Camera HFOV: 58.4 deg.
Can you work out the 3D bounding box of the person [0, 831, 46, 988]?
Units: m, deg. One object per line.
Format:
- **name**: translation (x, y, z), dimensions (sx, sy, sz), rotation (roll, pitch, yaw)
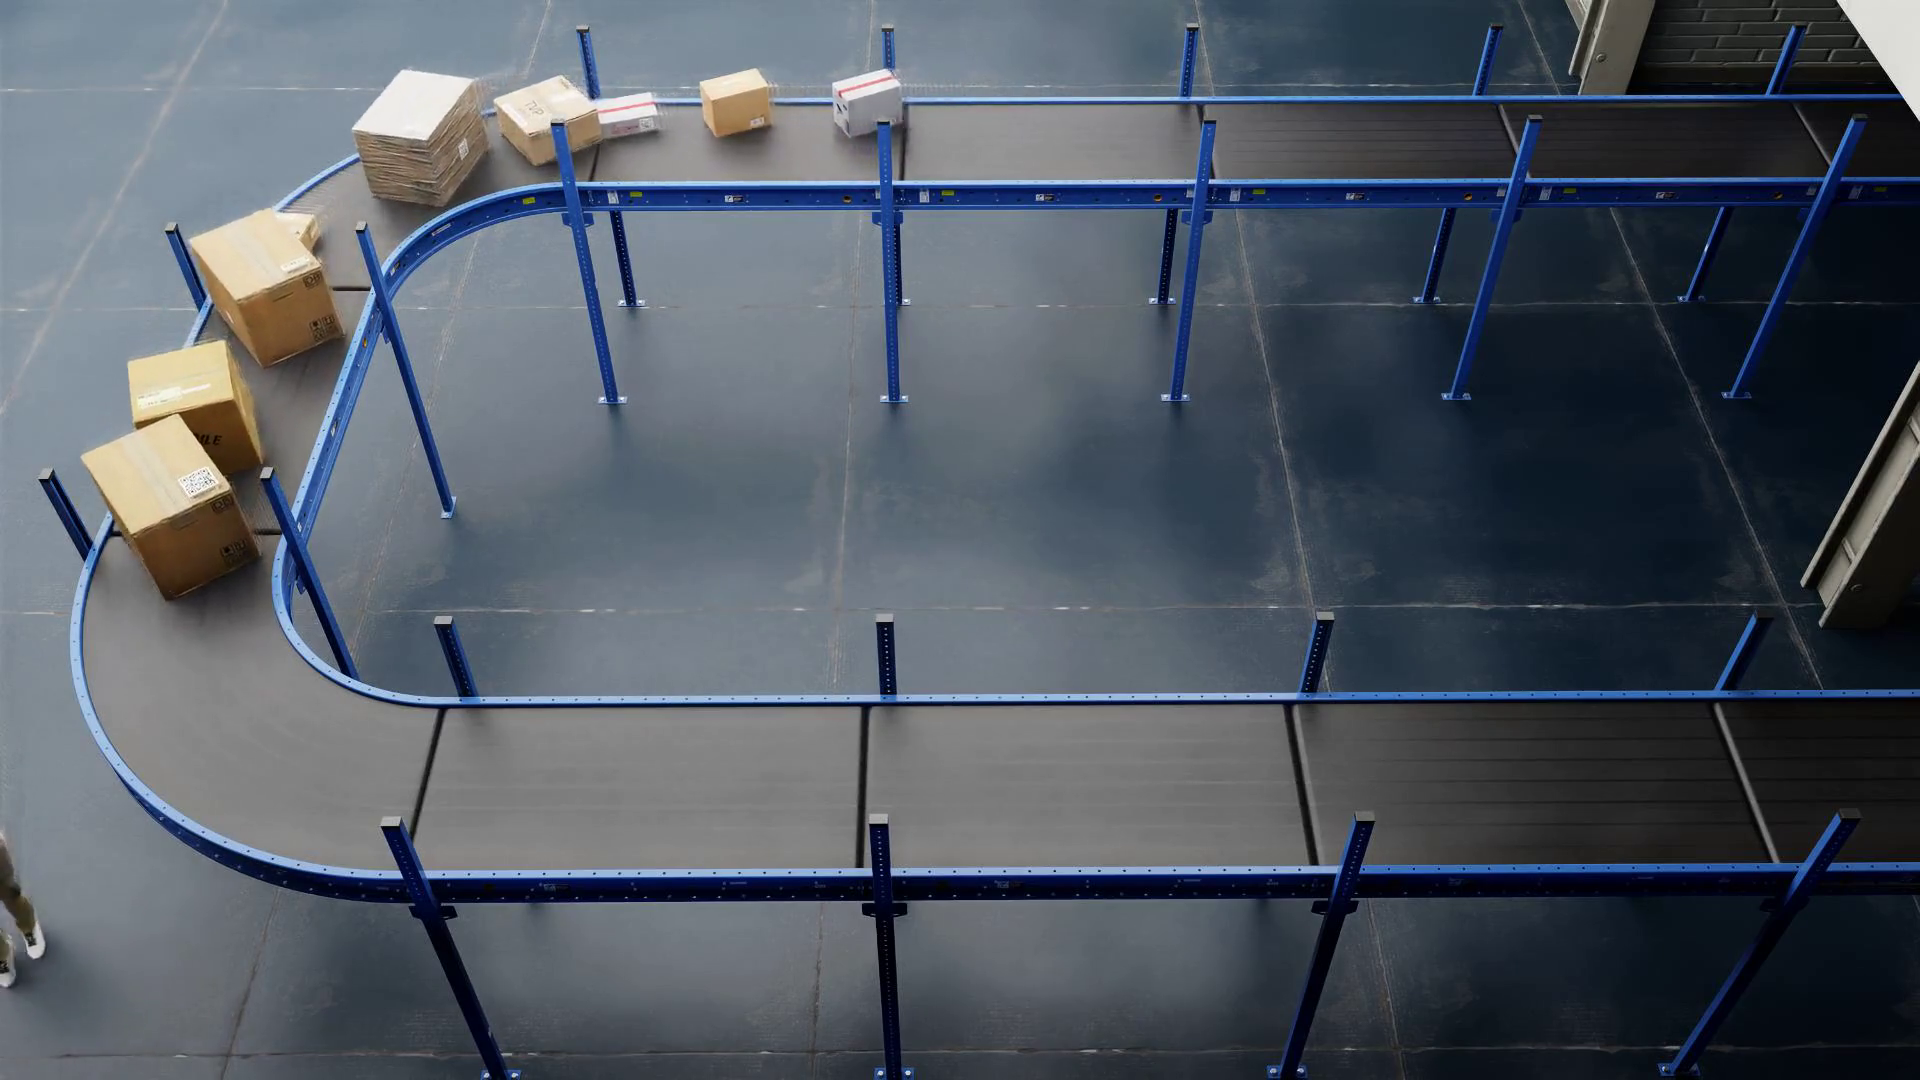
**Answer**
- **person**: translation (-4.952, 1.687, 8.599), dimensions (0.498, 1.612, 0.507), rotation (-18, 49, -16)
